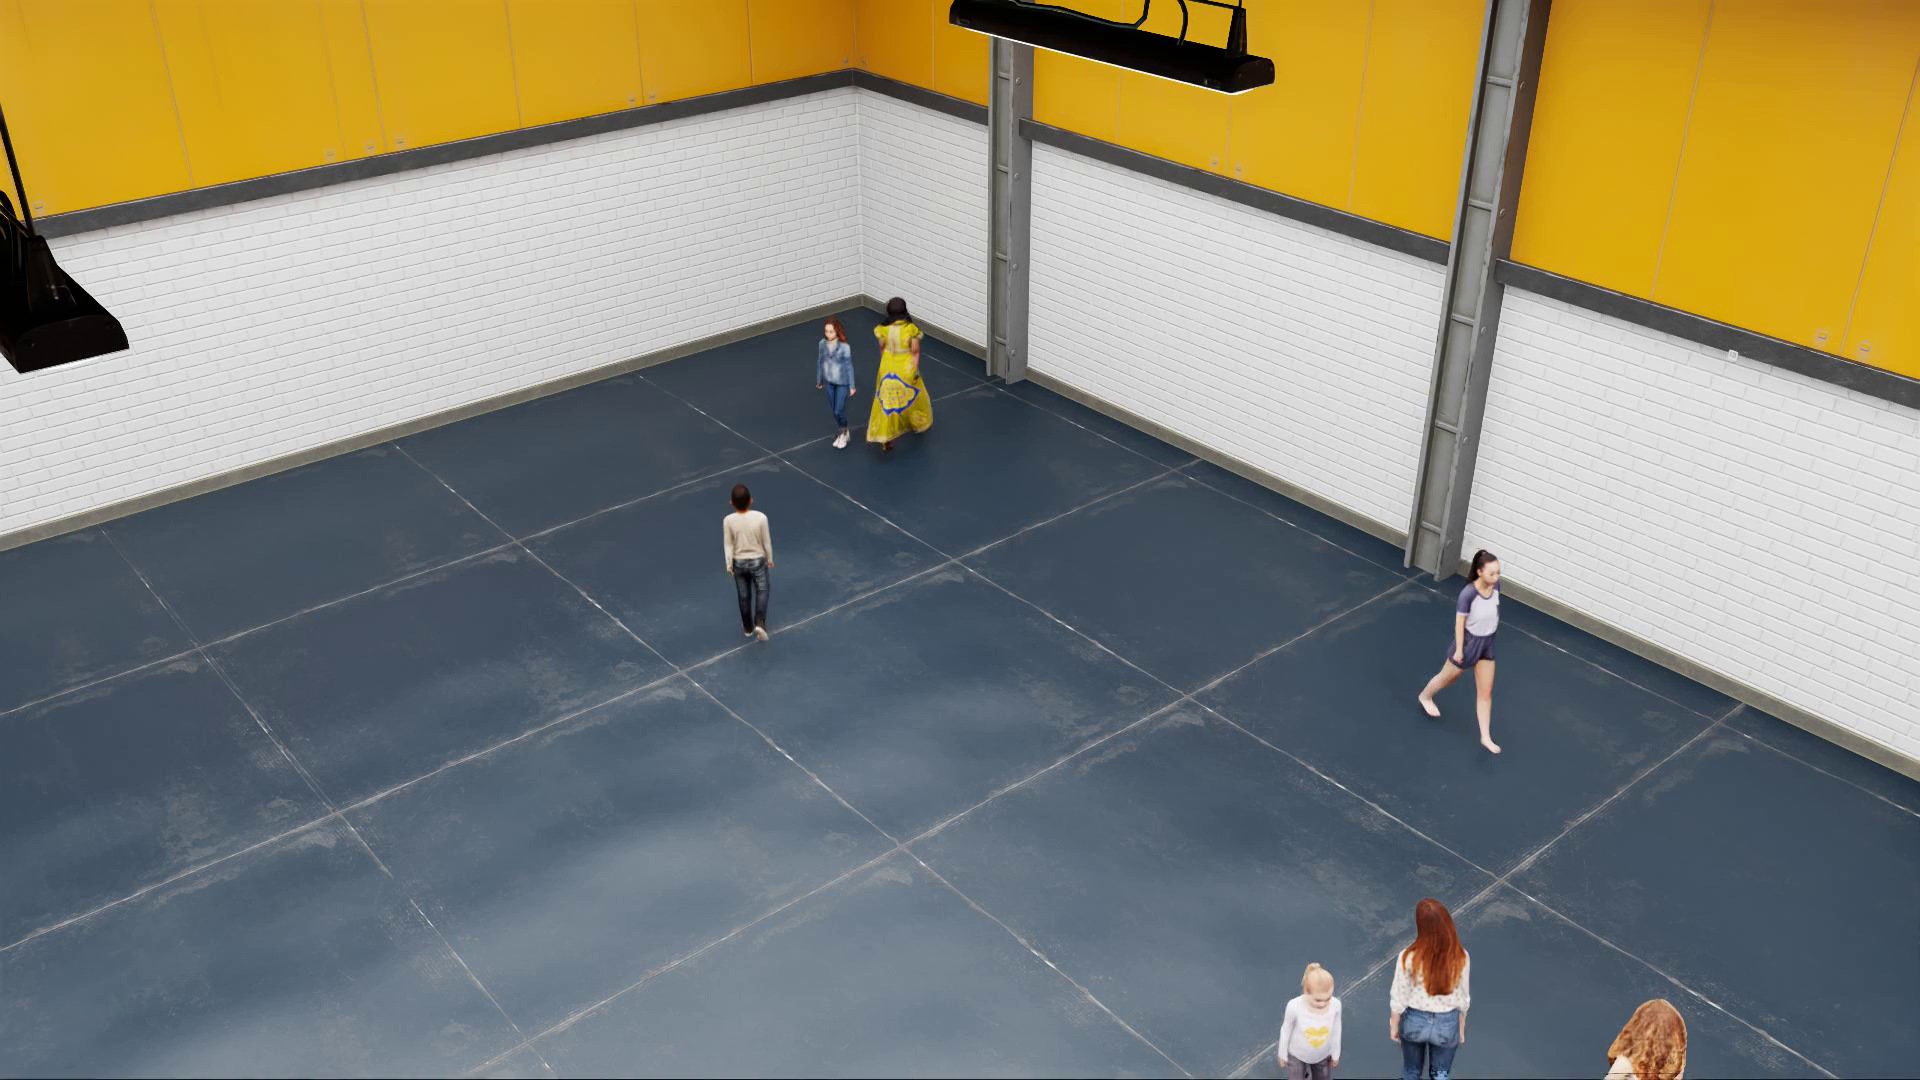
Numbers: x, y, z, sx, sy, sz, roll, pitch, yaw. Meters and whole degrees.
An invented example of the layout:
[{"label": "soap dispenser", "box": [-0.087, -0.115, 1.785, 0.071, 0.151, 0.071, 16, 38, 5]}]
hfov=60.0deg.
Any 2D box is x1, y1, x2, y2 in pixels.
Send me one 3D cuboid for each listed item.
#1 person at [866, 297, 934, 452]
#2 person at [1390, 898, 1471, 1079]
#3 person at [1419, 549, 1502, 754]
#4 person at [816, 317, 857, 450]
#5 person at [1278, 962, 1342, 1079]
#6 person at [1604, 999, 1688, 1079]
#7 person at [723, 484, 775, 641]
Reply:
[{"label": "person", "box": [-0.672, -1.717, 17.523, 1.366, 1.617, 1.410, 4, 29, 8]}, {"label": "person", "box": [2.610, 2.757, 9.227, 0.920, 1.707, 0.955, 5, 29, 10]}, {"label": "person", "box": [3.906, 0.802, 12.917, 0.777, 1.605, 1.144, -14, 31, -23]}, {"label": "person", "box": [-1.254, -1.694, 17.636, 0.568, 1.469, 0.719, 18, 34, 30]}, {"label": "person", "box": [1.977, 2.870, 9.478, 0.693, 1.268, 0.768, -1, 29, -3]}, {"label": "person", "box": [3.462, 3.146, 8.506, 0.889, 1.714, 1.201, -7, 29, -13]}, {"label": "person", "box": [-1.790, 0.229, 14.125, 0.772, 1.455, 0.861, -3, 29, -5]}]
